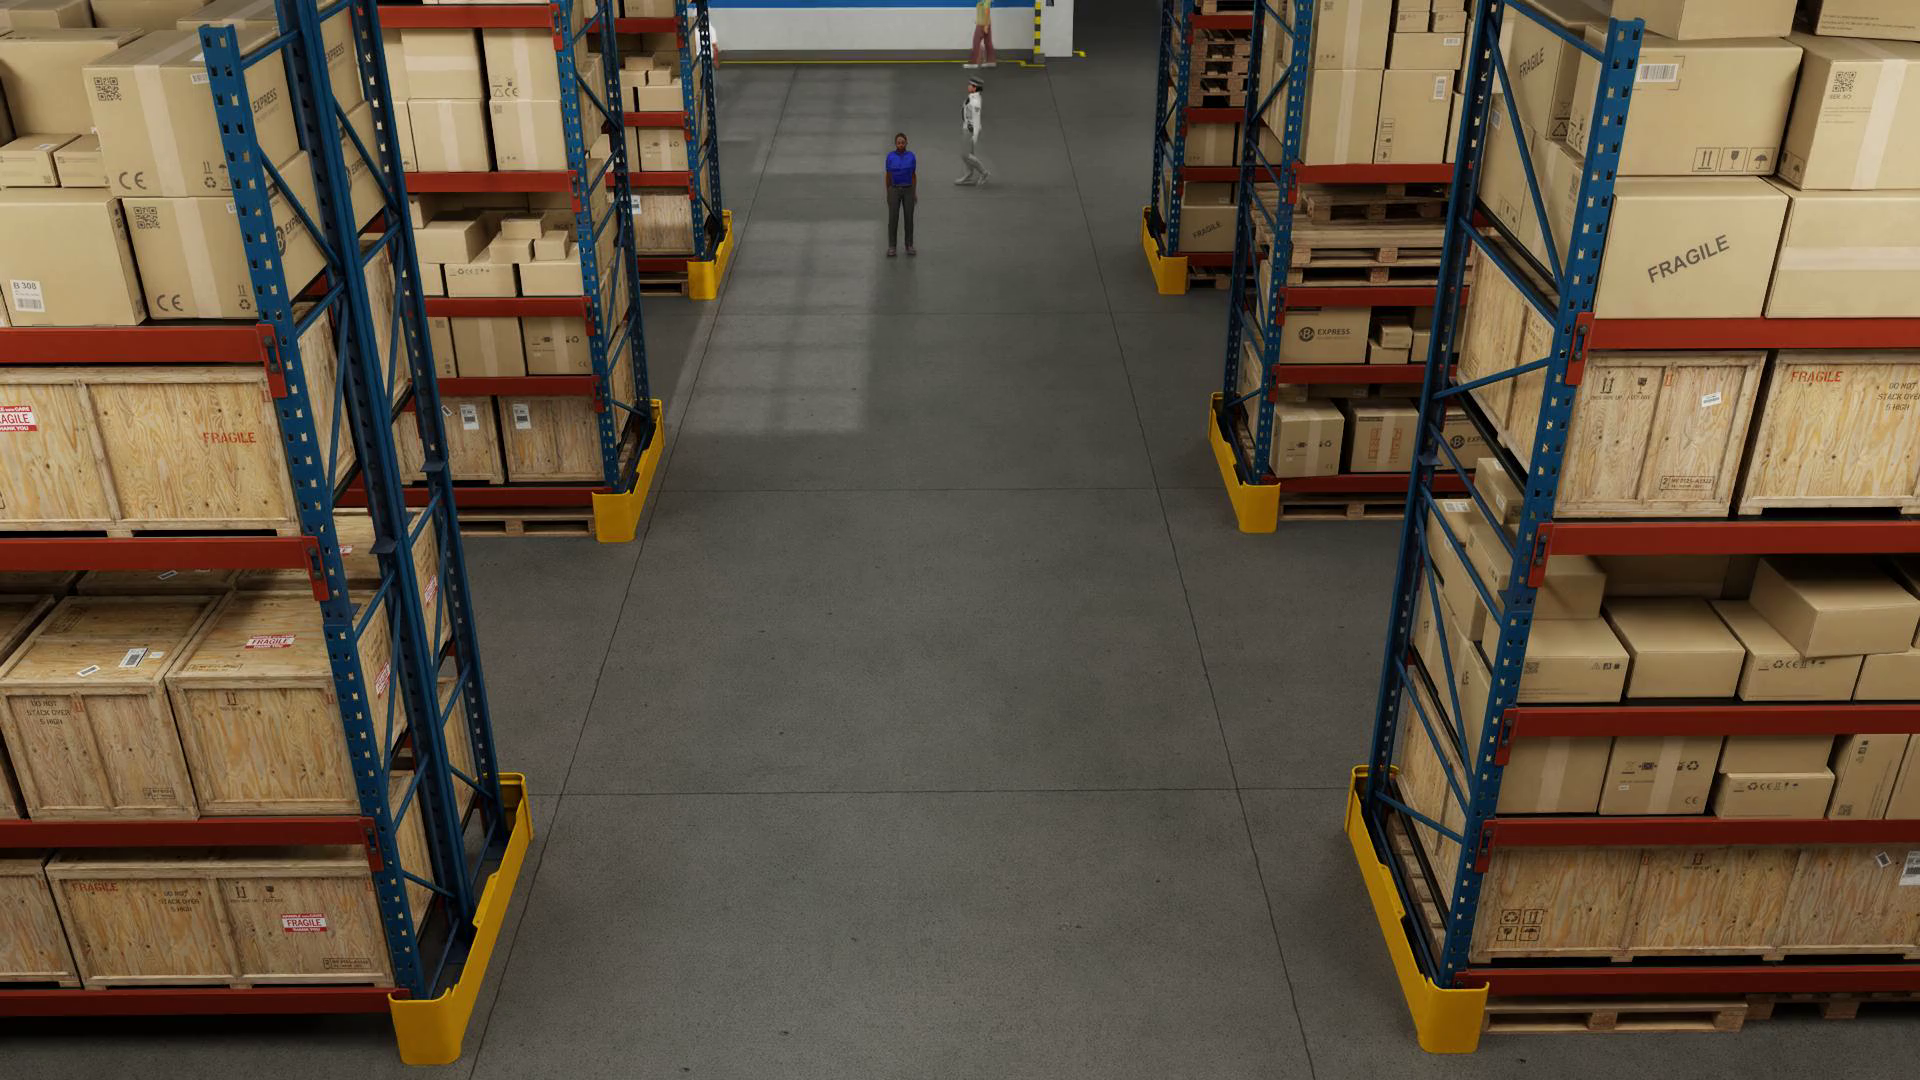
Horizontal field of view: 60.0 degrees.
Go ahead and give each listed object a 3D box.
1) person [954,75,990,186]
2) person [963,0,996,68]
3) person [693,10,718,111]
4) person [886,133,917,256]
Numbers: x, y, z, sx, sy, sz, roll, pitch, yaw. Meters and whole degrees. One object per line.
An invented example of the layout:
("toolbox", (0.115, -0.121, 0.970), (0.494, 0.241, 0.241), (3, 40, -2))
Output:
("person", (0.192, -6.334, 25.753), (0.561, 1.690, 0.487), (0, 28, -1))
("person", (0.404, -10.238, 33.012), (0.660, 1.665, 0.480), (5, 29, 10))
("person", (-4.709, -8.627, 29.933), (0.593, 1.761, 0.754), (8, 29, 14))
("person", (-0.809, -4.760, 22.878), (0.443, 1.660, 0.341), (-5, 29, -8))
